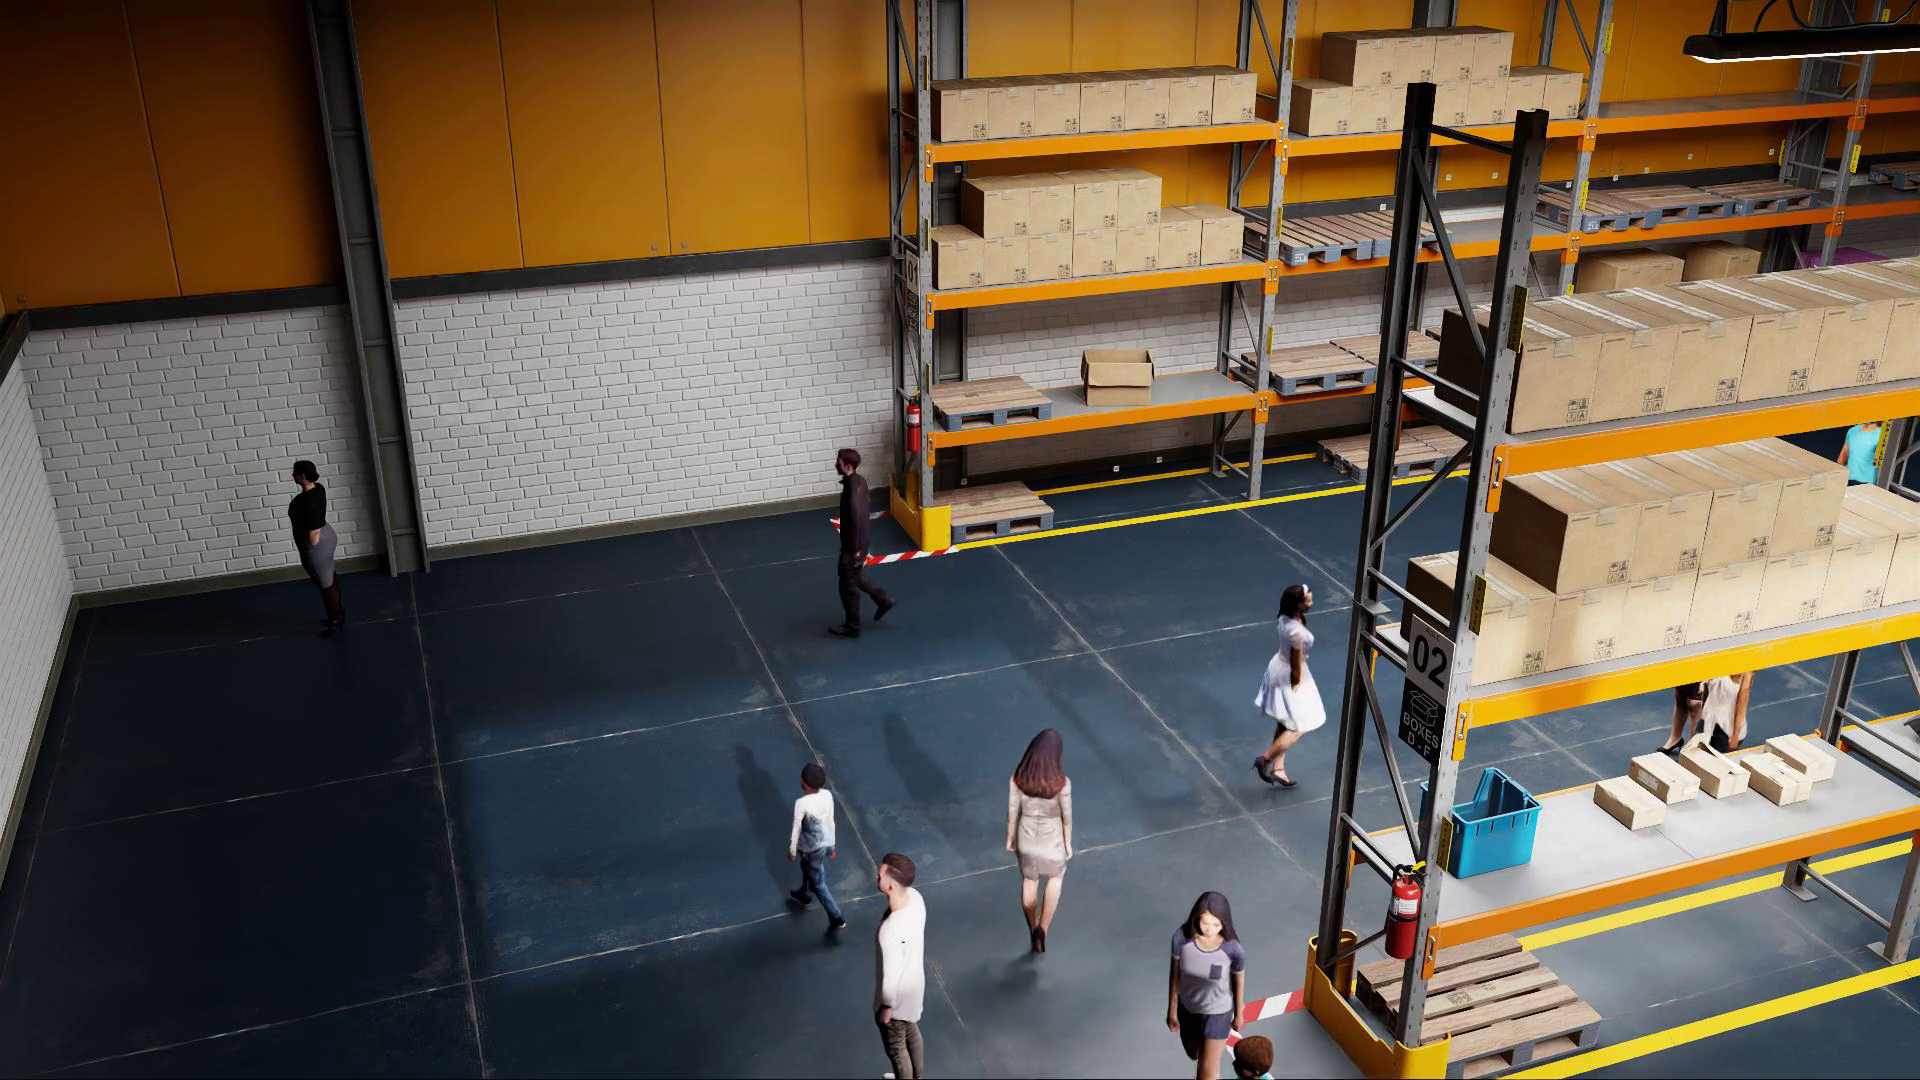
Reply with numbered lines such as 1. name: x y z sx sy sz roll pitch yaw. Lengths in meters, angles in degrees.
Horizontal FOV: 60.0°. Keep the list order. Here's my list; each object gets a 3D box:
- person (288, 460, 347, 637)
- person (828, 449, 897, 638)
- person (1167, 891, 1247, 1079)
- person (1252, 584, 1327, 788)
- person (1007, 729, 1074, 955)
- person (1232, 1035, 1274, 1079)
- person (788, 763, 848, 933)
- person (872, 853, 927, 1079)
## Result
1. person: -6.107 0.060 15.855 0.646 1.760 0.696 -5 24 -12
2. person: -0.933 0.026 15.758 1.000 1.899 0.873 1 24 2
3. person: 1.468 2.732 9.846 0.955 1.677 1.051 11 26 24
4. person: 2.524 1.184 13.226 0.839 1.806 0.753 -2 24 -5
5. person: 0.529 2.112 11.208 0.796 1.722 0.849 5 24 11
6. person: 1.576 3.262 8.921 0.579 1.447 0.574 0 24 0
7. person: -0.995 2.167 11.675 0.793 1.246 0.888 20 30 38
8. person: -0.364 2.638 9.856 0.758 1.840 0.748 6 24 13
